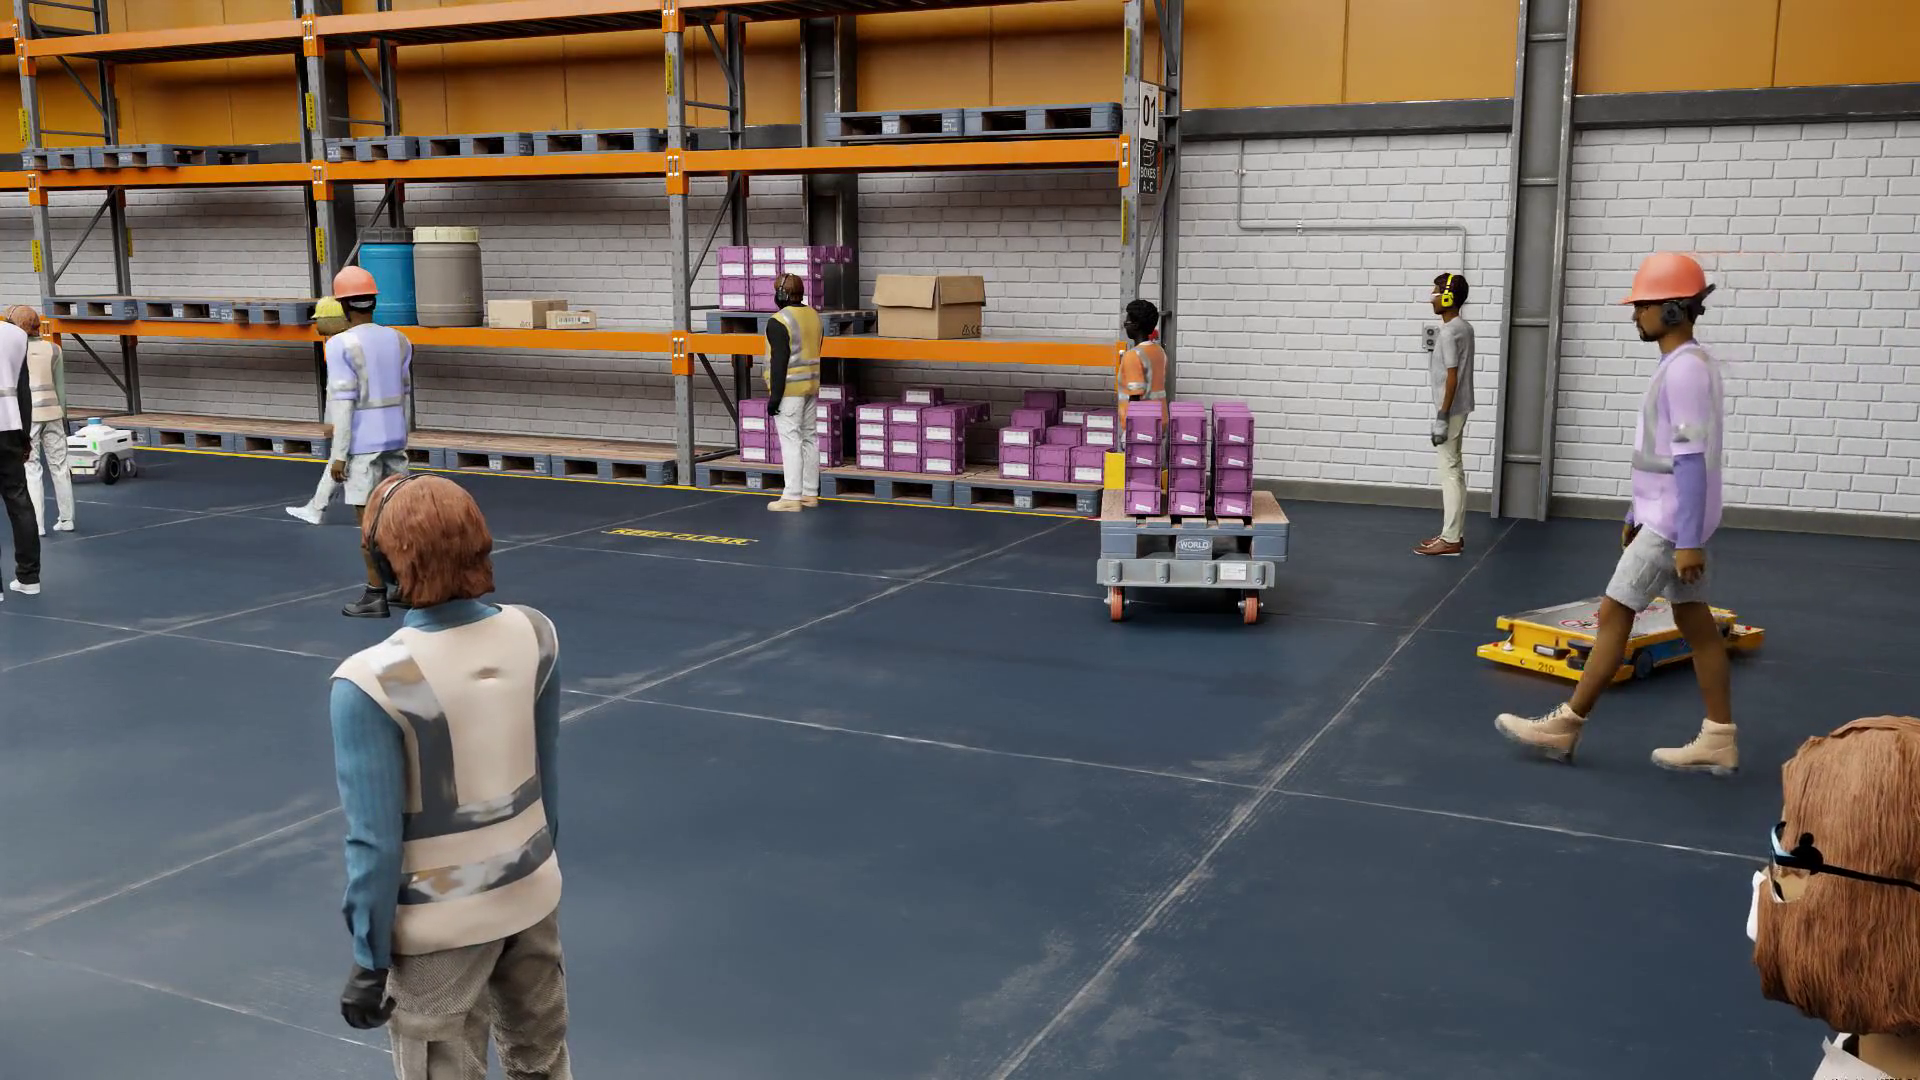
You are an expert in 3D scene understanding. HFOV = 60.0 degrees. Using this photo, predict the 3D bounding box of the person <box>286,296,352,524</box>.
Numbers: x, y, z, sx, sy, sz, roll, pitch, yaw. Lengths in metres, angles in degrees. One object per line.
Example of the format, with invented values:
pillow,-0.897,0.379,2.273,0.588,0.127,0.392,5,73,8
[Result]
person,-4.456,-0.920,12.075,0.946,1.675,0.497,-1,10,-5

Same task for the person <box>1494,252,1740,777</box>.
person,2.604,-0.094,6.441,0.982,1.998,0.643,5,11,26

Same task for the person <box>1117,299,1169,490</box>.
person,1.208,-0.740,11.028,0.322,1.697,0.535,5,11,28

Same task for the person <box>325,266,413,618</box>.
person,-3.258,-0.533,9.169,0.376,1.934,0.546,5,11,28

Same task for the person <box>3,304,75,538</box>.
person,-6.534,-0.834,11.732,0.314,1.641,0.515,5,11,28

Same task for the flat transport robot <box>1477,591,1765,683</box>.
flat transport robot,3.287,0.462,8.231,1.431,0.197,0.652,-7,12,-35

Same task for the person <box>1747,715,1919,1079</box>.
person,0.802,0.956,1.500,0.286,1.633,0.500,5,11,28

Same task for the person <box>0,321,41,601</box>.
person,-5.615,-0.595,9.581,0.399,1.916,0.590,5,11,28

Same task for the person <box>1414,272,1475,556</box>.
person,3.225,-0.826,11.027,0.336,1.873,0.521,5,11,28

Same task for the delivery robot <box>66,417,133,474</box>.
delivery robot,-7.546,-0.828,14.534,0.477,0.478,0.707,0,10,-2

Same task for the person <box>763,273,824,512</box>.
person,-1.306,-1.141,12.915,0.430,1.845,0.624,5,11,28

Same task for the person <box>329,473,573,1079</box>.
person,-0.899,0.693,3.005,0.314,1.636,0.515,5,11,28
